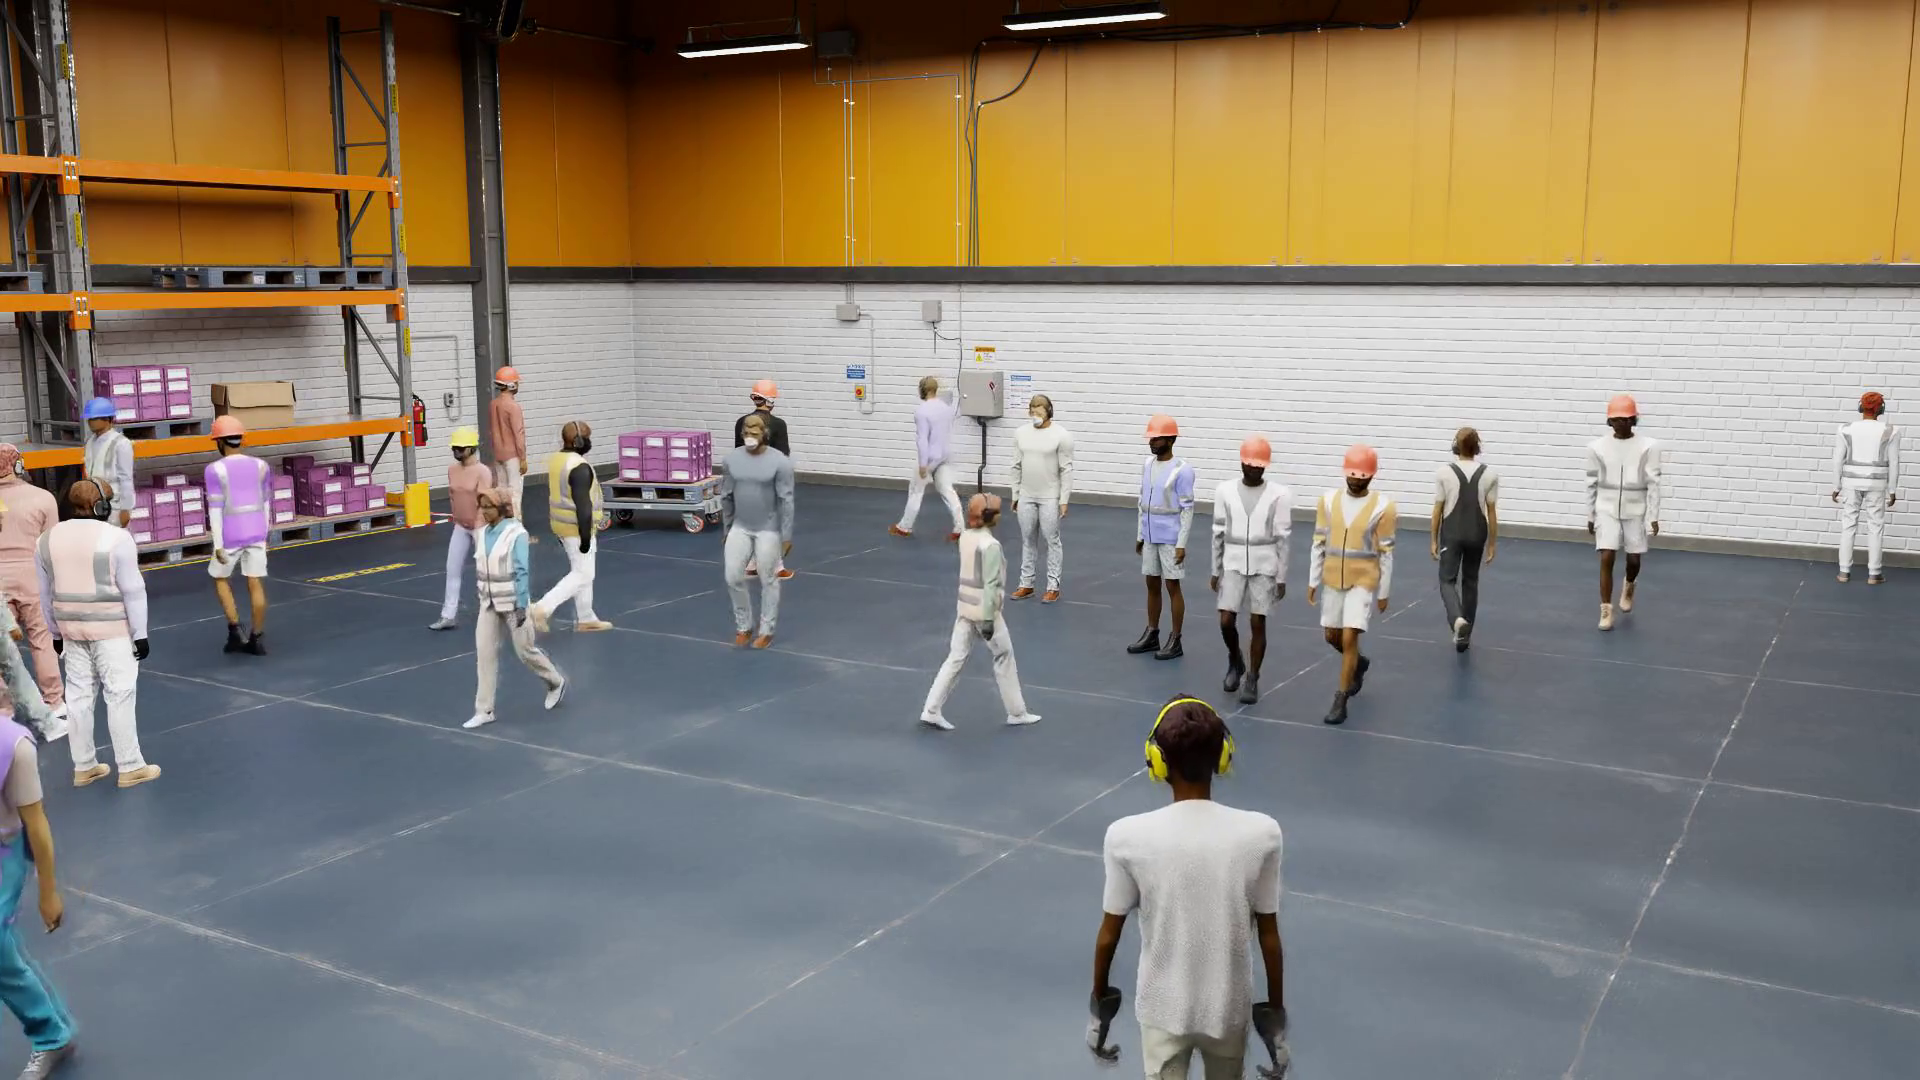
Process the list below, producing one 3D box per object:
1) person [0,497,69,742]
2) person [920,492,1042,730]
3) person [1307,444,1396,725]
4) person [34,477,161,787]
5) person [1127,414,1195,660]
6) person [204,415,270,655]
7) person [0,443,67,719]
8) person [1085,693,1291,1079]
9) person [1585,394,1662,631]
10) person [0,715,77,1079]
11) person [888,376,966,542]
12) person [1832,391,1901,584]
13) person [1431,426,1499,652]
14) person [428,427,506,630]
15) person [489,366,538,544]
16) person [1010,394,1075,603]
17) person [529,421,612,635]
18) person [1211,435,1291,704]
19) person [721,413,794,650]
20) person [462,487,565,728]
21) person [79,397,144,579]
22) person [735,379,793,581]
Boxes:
[{"bbox_3d":[-6.078,0.524,10.440,0.915,1.694,0.502,-5,10,-28],"label":"person"},{"bbox_3d":[0.109,0.476,11.023,0.844,1.599,0.528,-4,10,-26],"label":"person"},{"bbox_3d":[2.712,0.269,11.395,0.570,1.902,0.798,6,11,34],"label":"person"},{"bbox_3d":[-5.084,0.545,9.839,0.634,1.841,0.429,1,9,8],"label":"person"},{"bbox_3d":[1.585,-0.028,13.110,0.363,1.939,0.542,-7,11,-37],"label":"person"},{"bbox_3d":[-5.714,-0.029,13.192,0.449,1.912,0.543,9,12,43],"label":"person"},{"bbox_3d":[-6.360,0.294,11.217,0.641,1.905,0.410,-3,10,-17],"label":"person"},{"bbox_3d":[0.645,1.344,4.800,0.570,1.854,0.535,0,9,0],"label":"person"},{"bbox_3d":[5.705,-0.260,14.333,0.622,2.019,0.830,4,10,25],"label":"person"},{"bbox_3d":[-3.487,1.216,5.851,0.567,1.790,1.005,2,9,12],"label":"person"},{"bbox_3d":[-0.330,-0.914,18.828,1.041,1.882,0.652,7,11,36],"label":"person"},{"bbox_3d":[8.873,-0.512,16.308,0.575,1.883,0.362,7,11,36],"label":"person"},{"bbox_3d":[4.015,0.015,13.221,0.509,1.827,0.710,1,9,5],"label":"person"},{"bbox_3d":[-4.185,-0.084,14.093,0.531,1.737,0.832,4,10,26],"label":"person"},{"bbox_3d":[-5.040,-0.944,18.648,0.612,1.997,0.375,9,13,43],"label":"person"},{"bbox_3d":[0.744,-0.385,15.349,0.627,1.938,0.370,5,11,31],"label":"person"},{"bbox_3d":[-3.266,-0.082,13.843,0.694,1.825,0.634,-6,11,-32],"label":"person"},{"bbox_3d":[2.035,0.209,11.700,0.565,1.917,0.440,3,10,18],"label":"person"},{"bbox_3d":[-1.642,-0.051,13.301,0.667,1.919,0.583,3,10,17],"label":"person"},{"bbox_3d":[-3.041,0.429,11.286,0.519,1.618,0.749,5,11,30],"label":"person"},{"bbox_3d":[-7.664,-0.331,15.007,0.633,1.933,0.457,5,10,28],"label":"person"},{"bbox_3d":[-1.931,-0.592,16.460,0.623,1.992,0.397,5,10,27],"label":"person"}]
